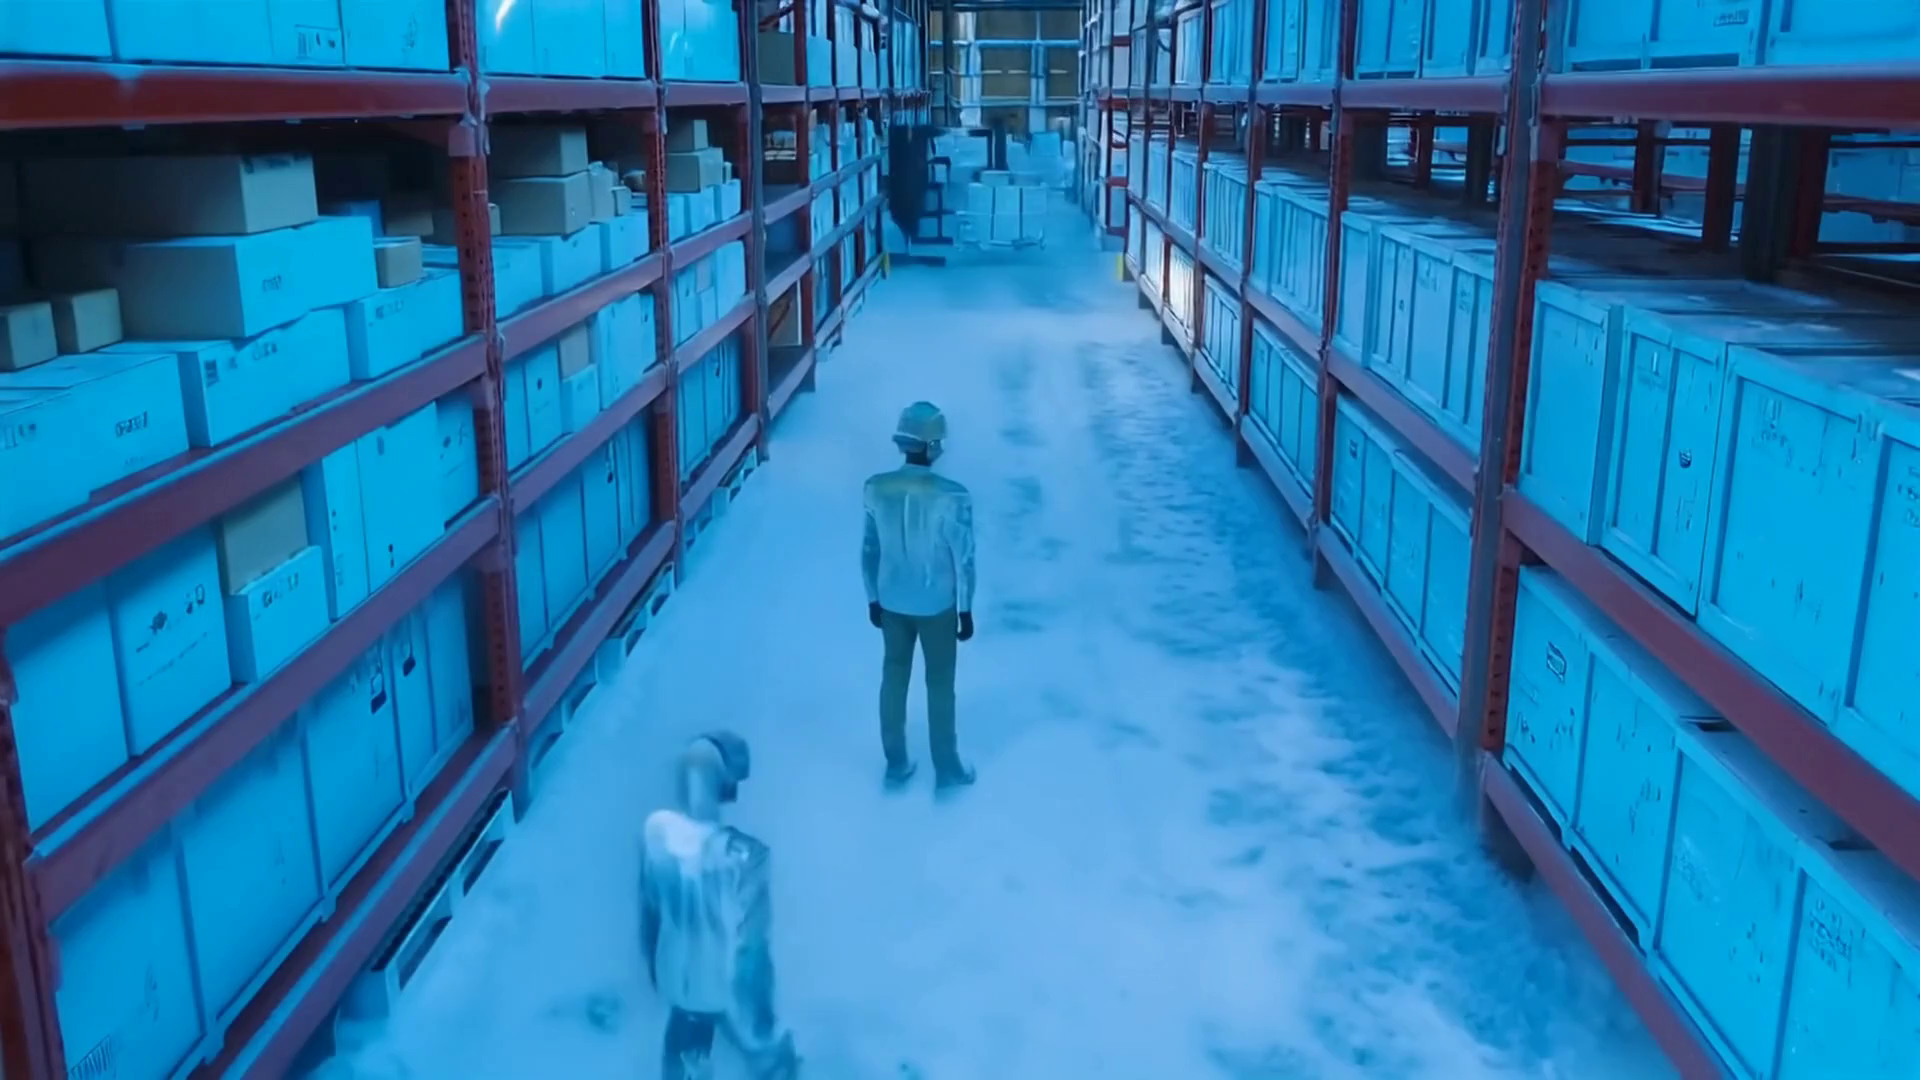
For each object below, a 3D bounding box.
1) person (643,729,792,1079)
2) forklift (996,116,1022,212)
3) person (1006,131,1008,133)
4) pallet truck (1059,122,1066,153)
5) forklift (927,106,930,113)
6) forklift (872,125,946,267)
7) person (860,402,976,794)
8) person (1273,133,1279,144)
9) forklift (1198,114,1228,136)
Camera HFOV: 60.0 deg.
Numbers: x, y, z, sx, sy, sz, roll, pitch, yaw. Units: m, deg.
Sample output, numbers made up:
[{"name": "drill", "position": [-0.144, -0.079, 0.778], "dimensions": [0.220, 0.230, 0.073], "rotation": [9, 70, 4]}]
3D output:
[{"name": "person", "position": [-0.694, 1.340, 5.179], "dimensions": [0.540, 1.614, 0.674], "rotation": [10, 18, 33]}, {"name": "forklift", "position": [1.197, -10.742, 47.760], "dimensions": [1.873, 2.768, 1.129], "rotation": [0, 15, 2]}, {"name": "person", "position": [1.956, -16.128, 69.621], "dimensions": [0.658, 1.916, 0.669], "rotation": [14, 20, 42]}, {"name": "pallet truck", "position": [5.788, -21.111, 88.014], "dimensions": [1.885, 1.965, 0.823], "rotation": [5, 16, 18]}, {"name": "forklift", "position": [-2.001, -20.667, 84.687], "dimensions": [1.129, 2.768, 1.873], "rotation": [0, 15, 2]}, {"name": "forklift", "position": [-1.229, -7.017, 33.899], "dimensions": [1.873, 2.768, 1.129], "rotation": [0, 15, 1]}, {"name": "person", "position": [-0.200, 0.295, 8.373], "dimensions": [0.612, 1.995, 0.392], "rotation": [7, 17, 24]}, {"name": "person", "position": [15.640, -19.476, 82.049], "dimensions": [0.629, 1.937, 0.379], "rotation": [-4, 16, -16]}, {"name": "forklift", "position": [7.895, -11.947, 52.241], "dimensions": [1.129, 2.768, 1.873], "rotation": [0, 15, 1]}]
